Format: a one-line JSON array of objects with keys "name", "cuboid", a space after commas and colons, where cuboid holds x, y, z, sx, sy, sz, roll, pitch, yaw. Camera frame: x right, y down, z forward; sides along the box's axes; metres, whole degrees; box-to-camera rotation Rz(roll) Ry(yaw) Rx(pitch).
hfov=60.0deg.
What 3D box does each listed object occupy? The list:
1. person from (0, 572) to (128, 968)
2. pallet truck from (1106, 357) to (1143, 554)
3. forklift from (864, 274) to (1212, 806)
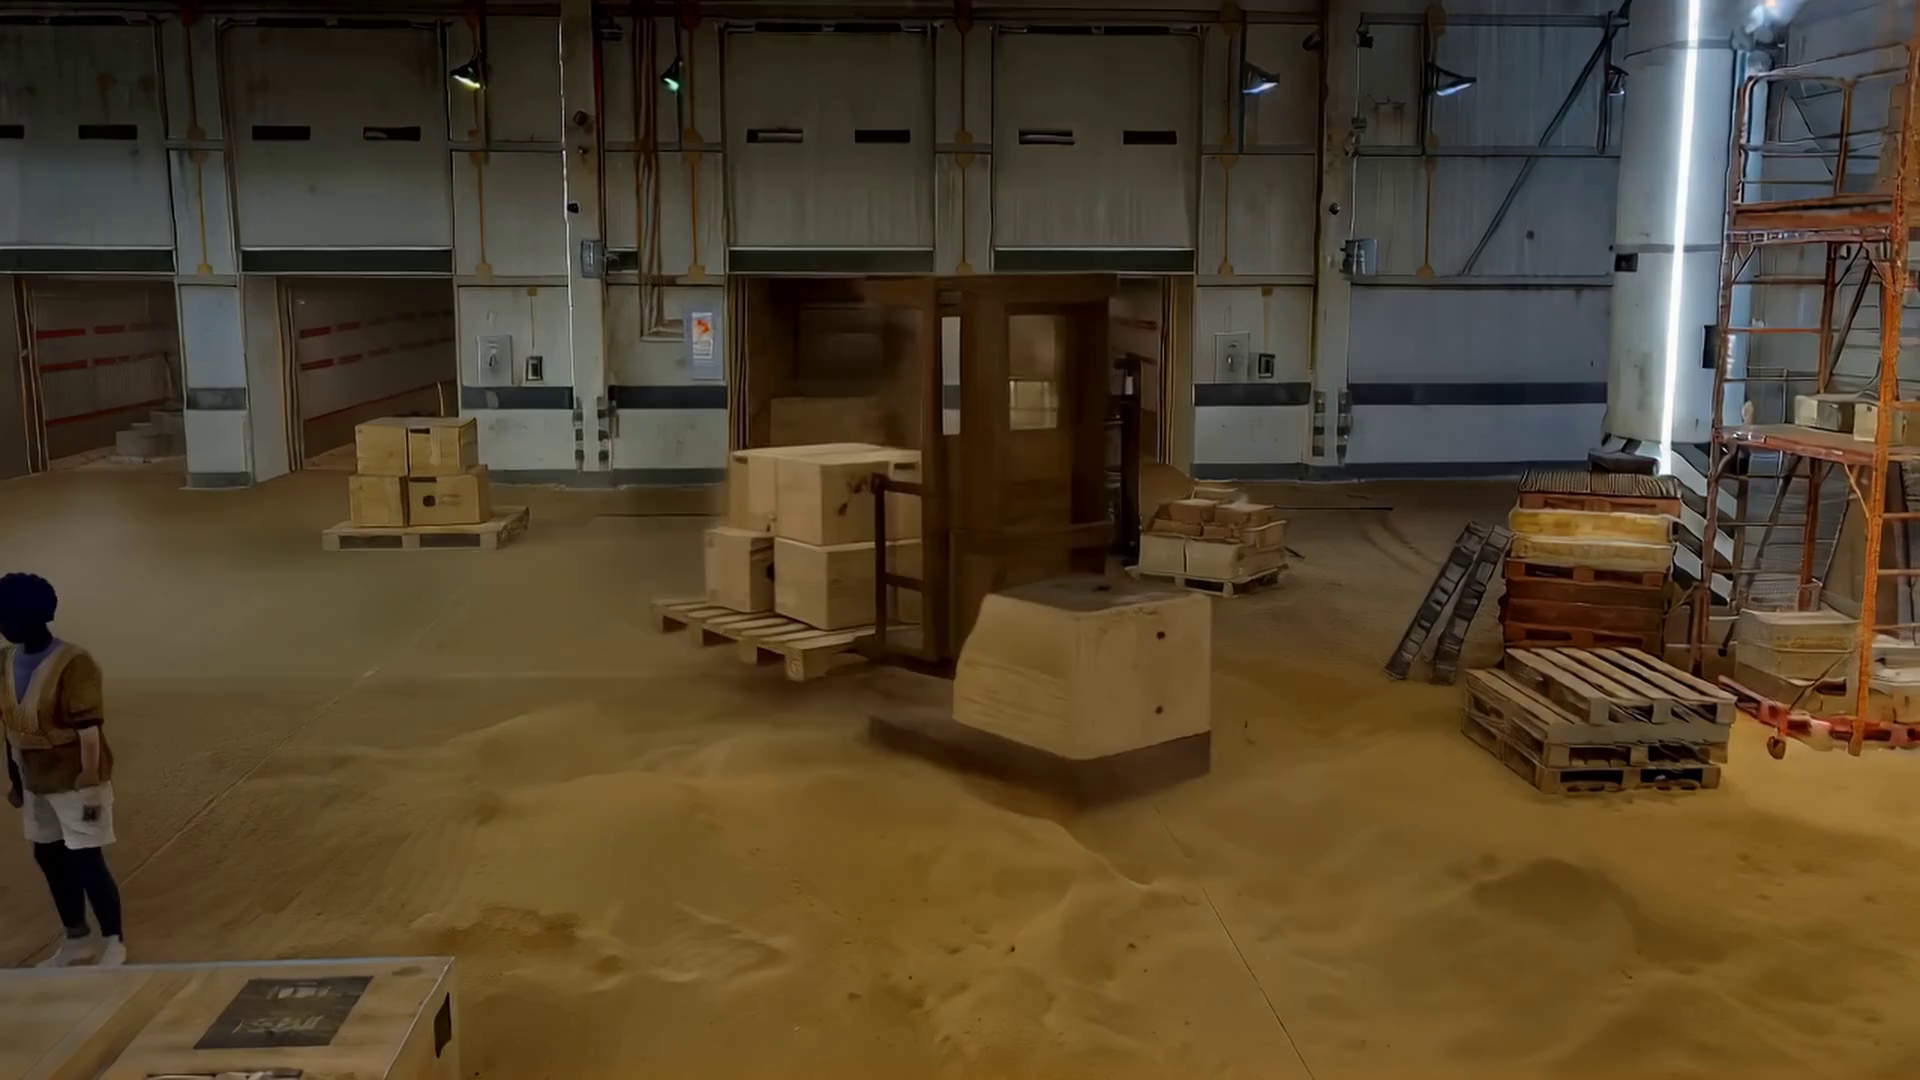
[{"name": "person", "cuboid": [-3.578, 0.947, 6.562, 0.547, 1.684, 0.366, 4, 10, 26]}, {"name": "pallet truck", "cuboid": [2.088, -0.836, 16.757, 1.885, 1.965, 0.823, 2, 9, 13]}, {"name": "forklift", "cuboid": [0.443, -0.107, 9.418, 1.129, 2.768, 1.873, -7, 11, -38]}]
